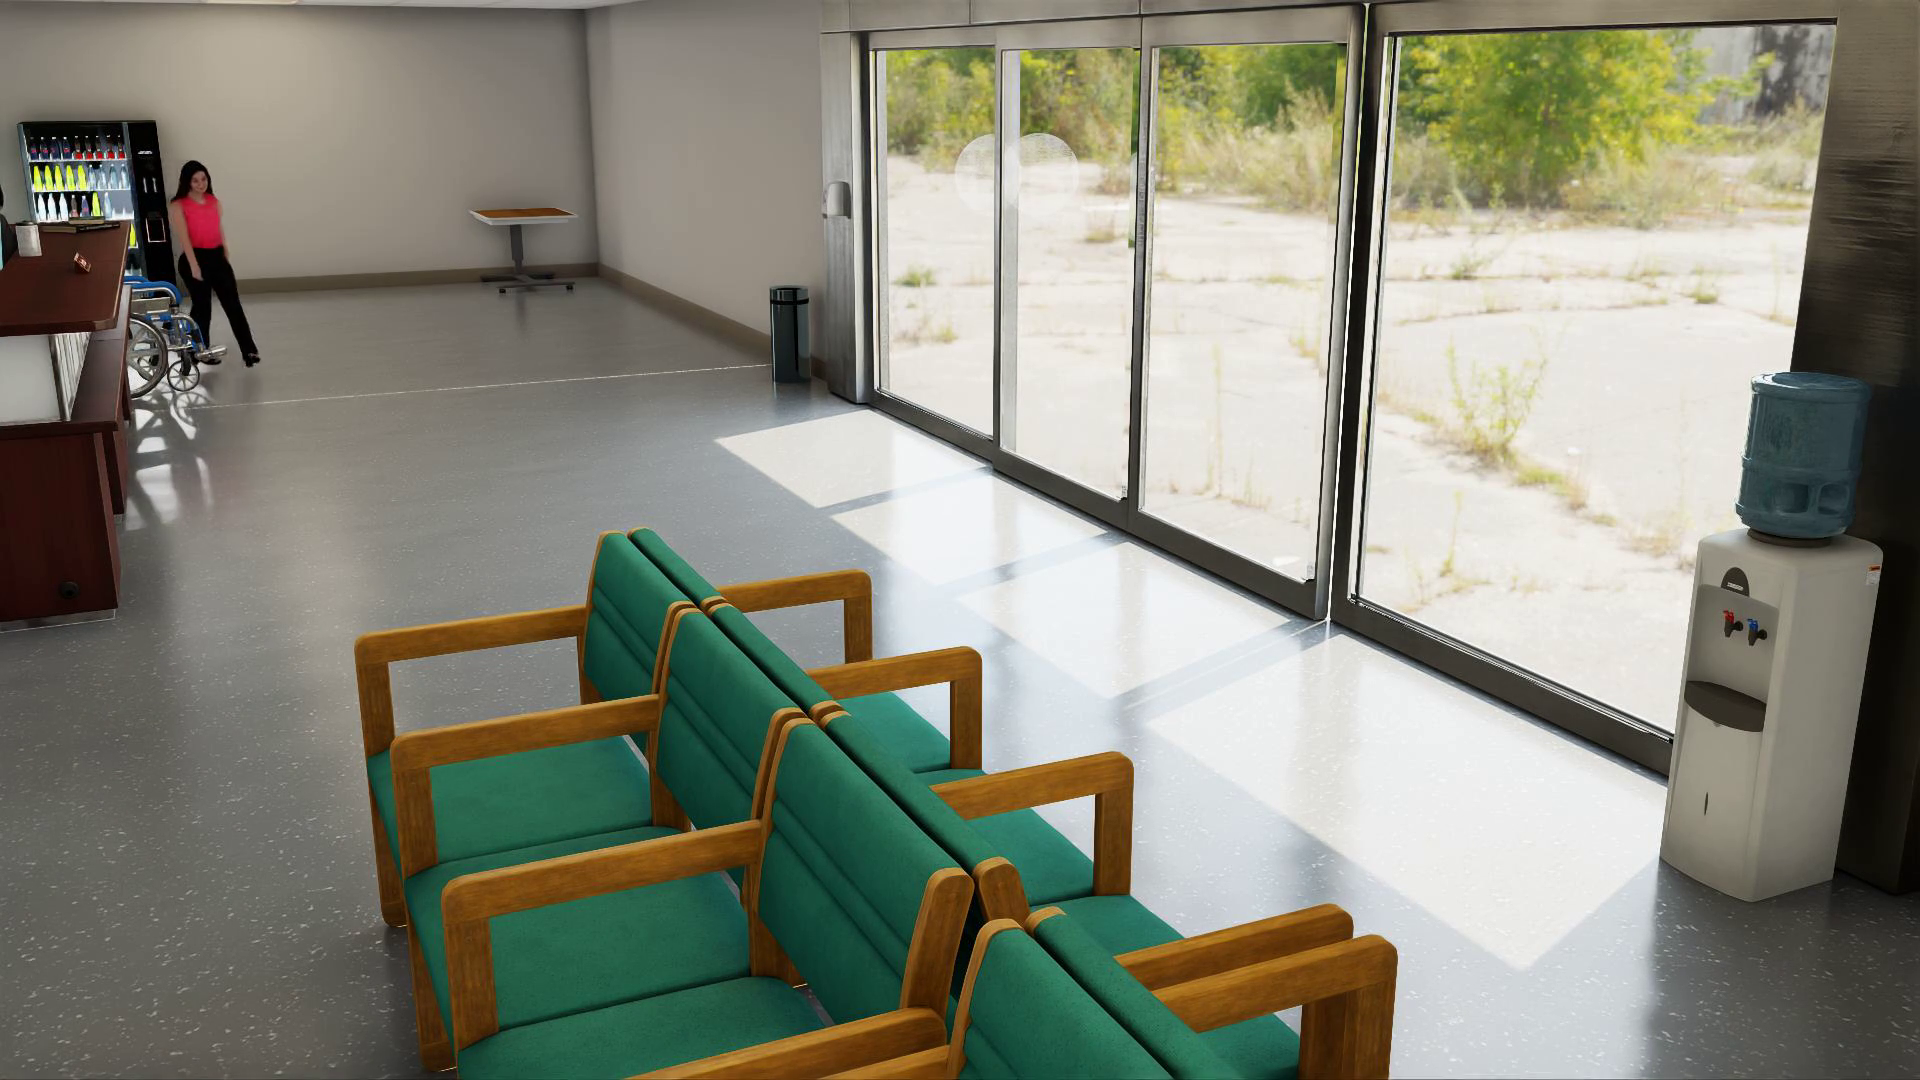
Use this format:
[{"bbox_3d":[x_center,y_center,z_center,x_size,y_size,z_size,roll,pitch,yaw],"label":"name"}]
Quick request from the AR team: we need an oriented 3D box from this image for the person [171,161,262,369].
[{"bbox_3d":[-5.999,-2.129,13.107,1.046,1.613,1.036,7,17,22],"label":"person"}]
